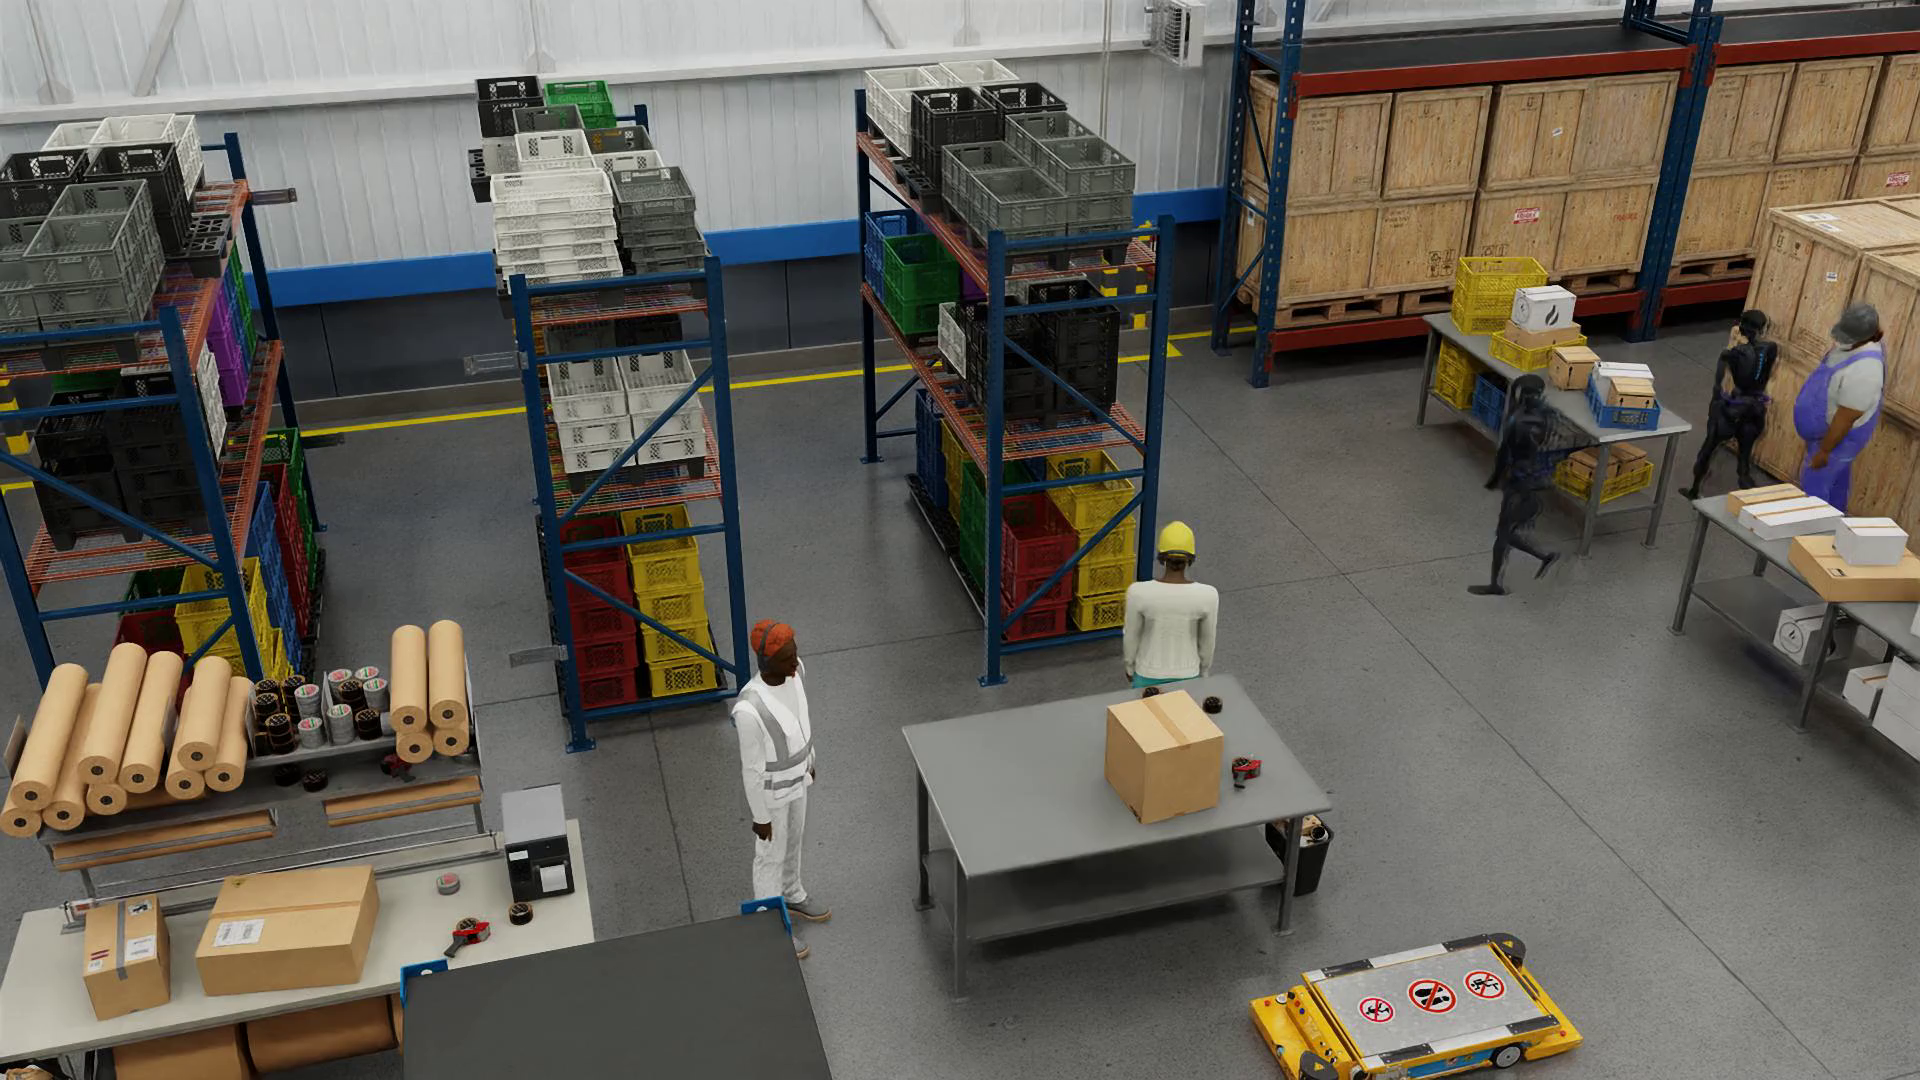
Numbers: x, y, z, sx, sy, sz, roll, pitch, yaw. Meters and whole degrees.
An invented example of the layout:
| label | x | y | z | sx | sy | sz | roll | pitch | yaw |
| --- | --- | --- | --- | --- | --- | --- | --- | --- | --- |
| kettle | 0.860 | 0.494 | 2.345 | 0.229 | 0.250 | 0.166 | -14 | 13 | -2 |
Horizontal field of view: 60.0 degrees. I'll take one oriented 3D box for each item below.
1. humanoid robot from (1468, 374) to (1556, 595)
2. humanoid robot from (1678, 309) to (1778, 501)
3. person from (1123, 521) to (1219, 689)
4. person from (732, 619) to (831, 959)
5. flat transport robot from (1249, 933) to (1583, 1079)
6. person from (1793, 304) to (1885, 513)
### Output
| label | x | y | z | sx | sy | sz | roll | pitch | yaw |
| --- | --- | --- | --- | --- | --- | --- | --- | --- | --- |
| humanoid robot | 3.884 | -0.378 | 11.399 | 0.531 | 1.642 | 0.586 | 2 | 29 | 4 |
| humanoid robot | 5.842 | -0.924 | 12.418 | 0.526 | 1.632 | 0.724 | -4 | 29 | -8 |
| person | 1.160 | 0.711 | 9.332 | 0.514 | 1.751 | 0.374 | 0 | 29 | 0 |
| person | -0.885 | 1.218 | 8.269 | 0.350 | 1.882 | 0.582 | 10 | 30 | 17 |
| flat transport robot | 2.184 | 2.282 | 7.980 | 1.431 | 0.197 | 0.652 | -8 | 30 | -14 |
| person | 6.187 | -0.804 | 11.786 | 0.558 | 2.000 | 0.755 | 12 | 31 | 21 |
